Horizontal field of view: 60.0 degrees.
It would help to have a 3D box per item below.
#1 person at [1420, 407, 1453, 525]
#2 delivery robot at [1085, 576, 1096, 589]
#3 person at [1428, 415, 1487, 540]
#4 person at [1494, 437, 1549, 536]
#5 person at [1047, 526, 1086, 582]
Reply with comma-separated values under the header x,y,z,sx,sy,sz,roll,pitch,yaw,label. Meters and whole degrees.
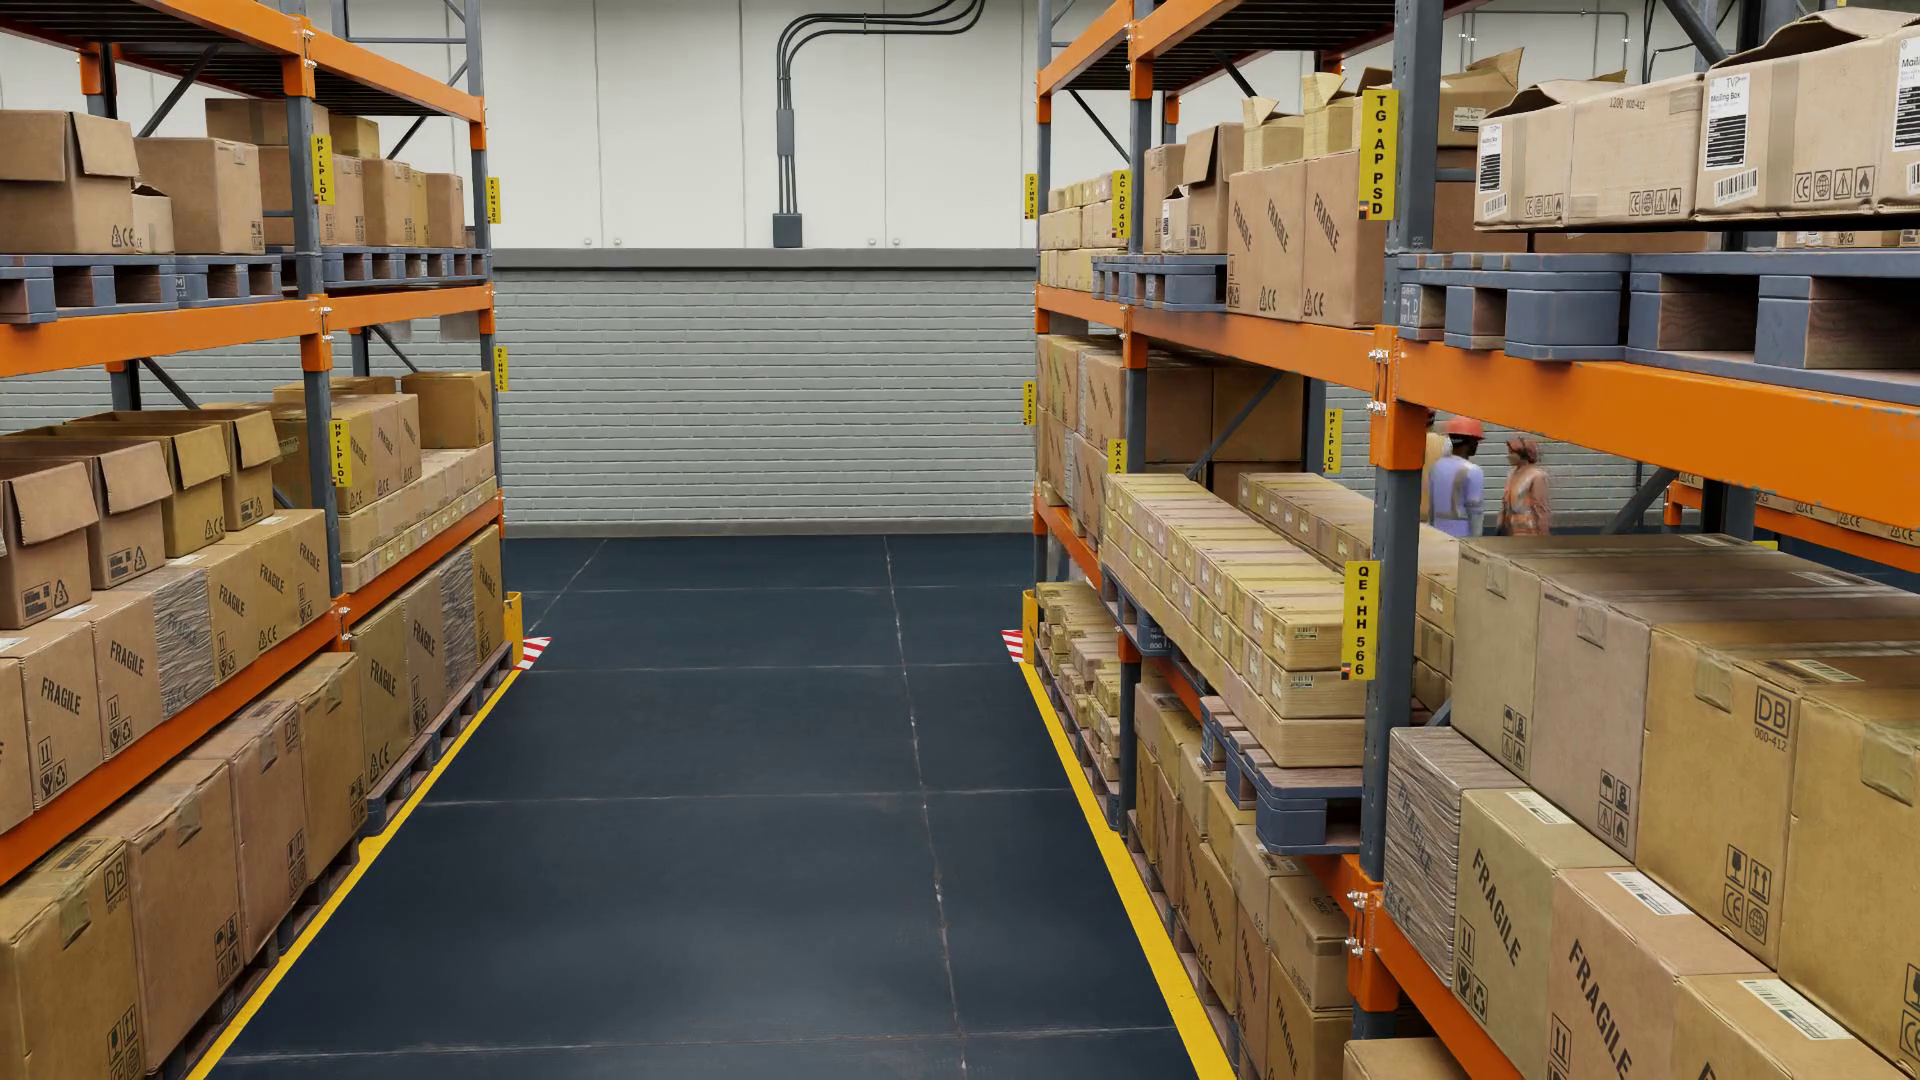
x,y,z,sx,sy,sz,roll,pitch,yaw,label
3.909,-0.272,14.041,0.600,1.874,0.812,2,10,12,person
1.361,0.407,13.642,0.477,0.478,0.707,-8,13,-41,delivery robot
3.607,0.013,12.324,0.853,1.906,0.550,-3,10,-14,person
4.503,-0.036,13.472,0.874,1.585,0.518,-1,10,-5,person
0.979,-0.208,14.385,0.617,1.614,0.537,-1,10,-4,person
